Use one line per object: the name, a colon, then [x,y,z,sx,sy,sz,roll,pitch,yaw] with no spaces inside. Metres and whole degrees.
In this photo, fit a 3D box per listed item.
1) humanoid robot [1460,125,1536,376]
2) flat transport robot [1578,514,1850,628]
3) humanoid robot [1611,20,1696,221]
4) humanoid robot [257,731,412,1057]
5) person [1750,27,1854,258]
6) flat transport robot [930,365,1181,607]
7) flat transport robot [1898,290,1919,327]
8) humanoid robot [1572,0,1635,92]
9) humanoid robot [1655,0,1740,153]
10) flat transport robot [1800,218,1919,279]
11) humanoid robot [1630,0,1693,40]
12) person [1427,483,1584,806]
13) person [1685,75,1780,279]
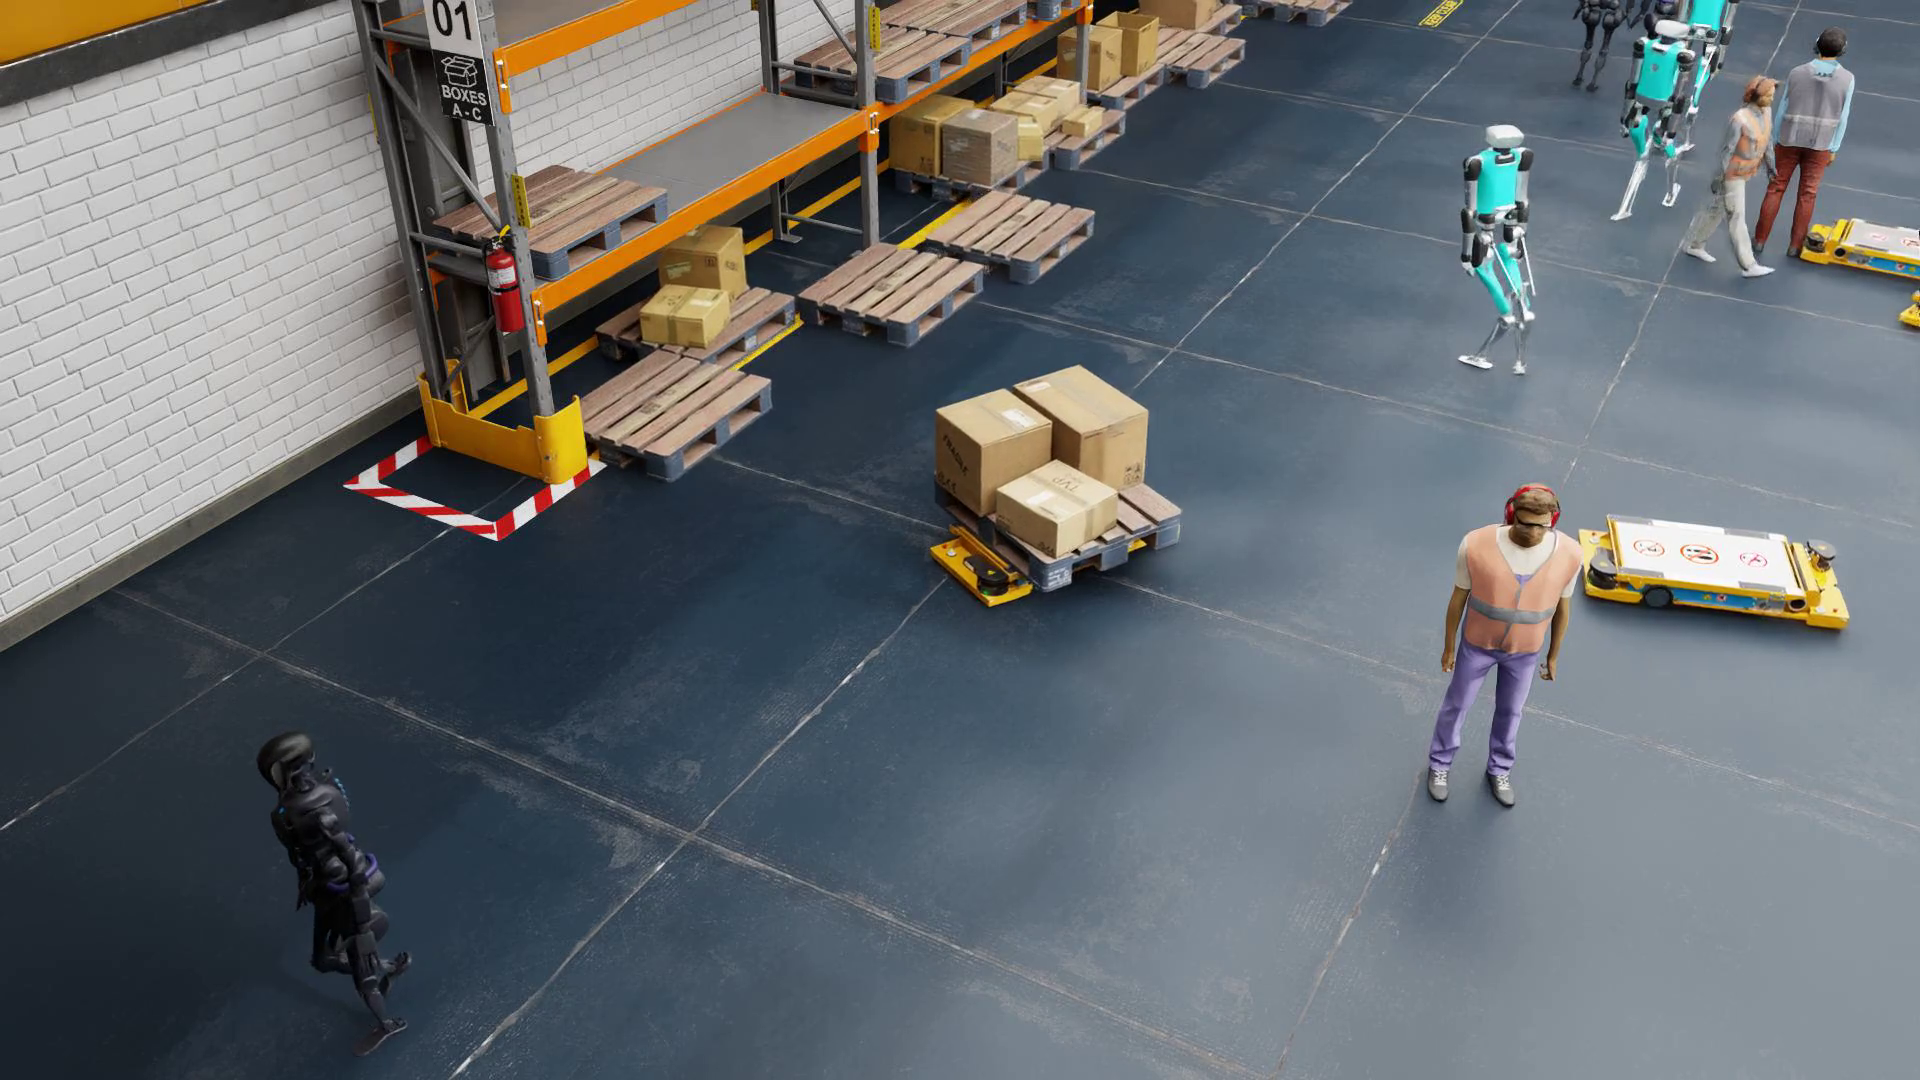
humanoid robot: [3.900,-1.978,11.825,0.587,1.789,0.826,-11,35,-16]
flat transport robot: [4.452,0.180,9.876,1.431,0.231,0.659,7,34,11]
humanoid robot: [6.101,-3.640,14.343,0.941,1.781,0.545,-25,41,-32]
humanoid robot: [-2.461,1.415,6.737,0.607,1.644,0.411,28,43,35]
person: [6.884,-3.219,13.561,0.529,1.877,0.411,16,37,22]
flat transport robot: [0.591,-0.029,10.192,1.431,0.231,0.659,-20,38,-27]
flat transport robot: [7.989,-1.883,12.998,1.431,0.231,0.659,-26,42,-34]
humanoid robot: [6.656,-5.508,17.213,0.601,1.641,0.428,20,39,28]
humanoid robot: [6.811,-4.458,15.468,0.534,1.695,0.717,17,37,24]
flat transport robot: [7.766,-2.355,13.712,1.431,0.231,0.659,19,38,26]
humanoid robot: [7.218,-5.404,17.051,0.602,1.651,0.347,-6,34,-8]
person: [2.596,0.490,7.991,0.559,1.836,0.390,4,34,6]
person: [6.337,-2.900,13.328,0.530,1.599,0.832,-29,43,-36]
